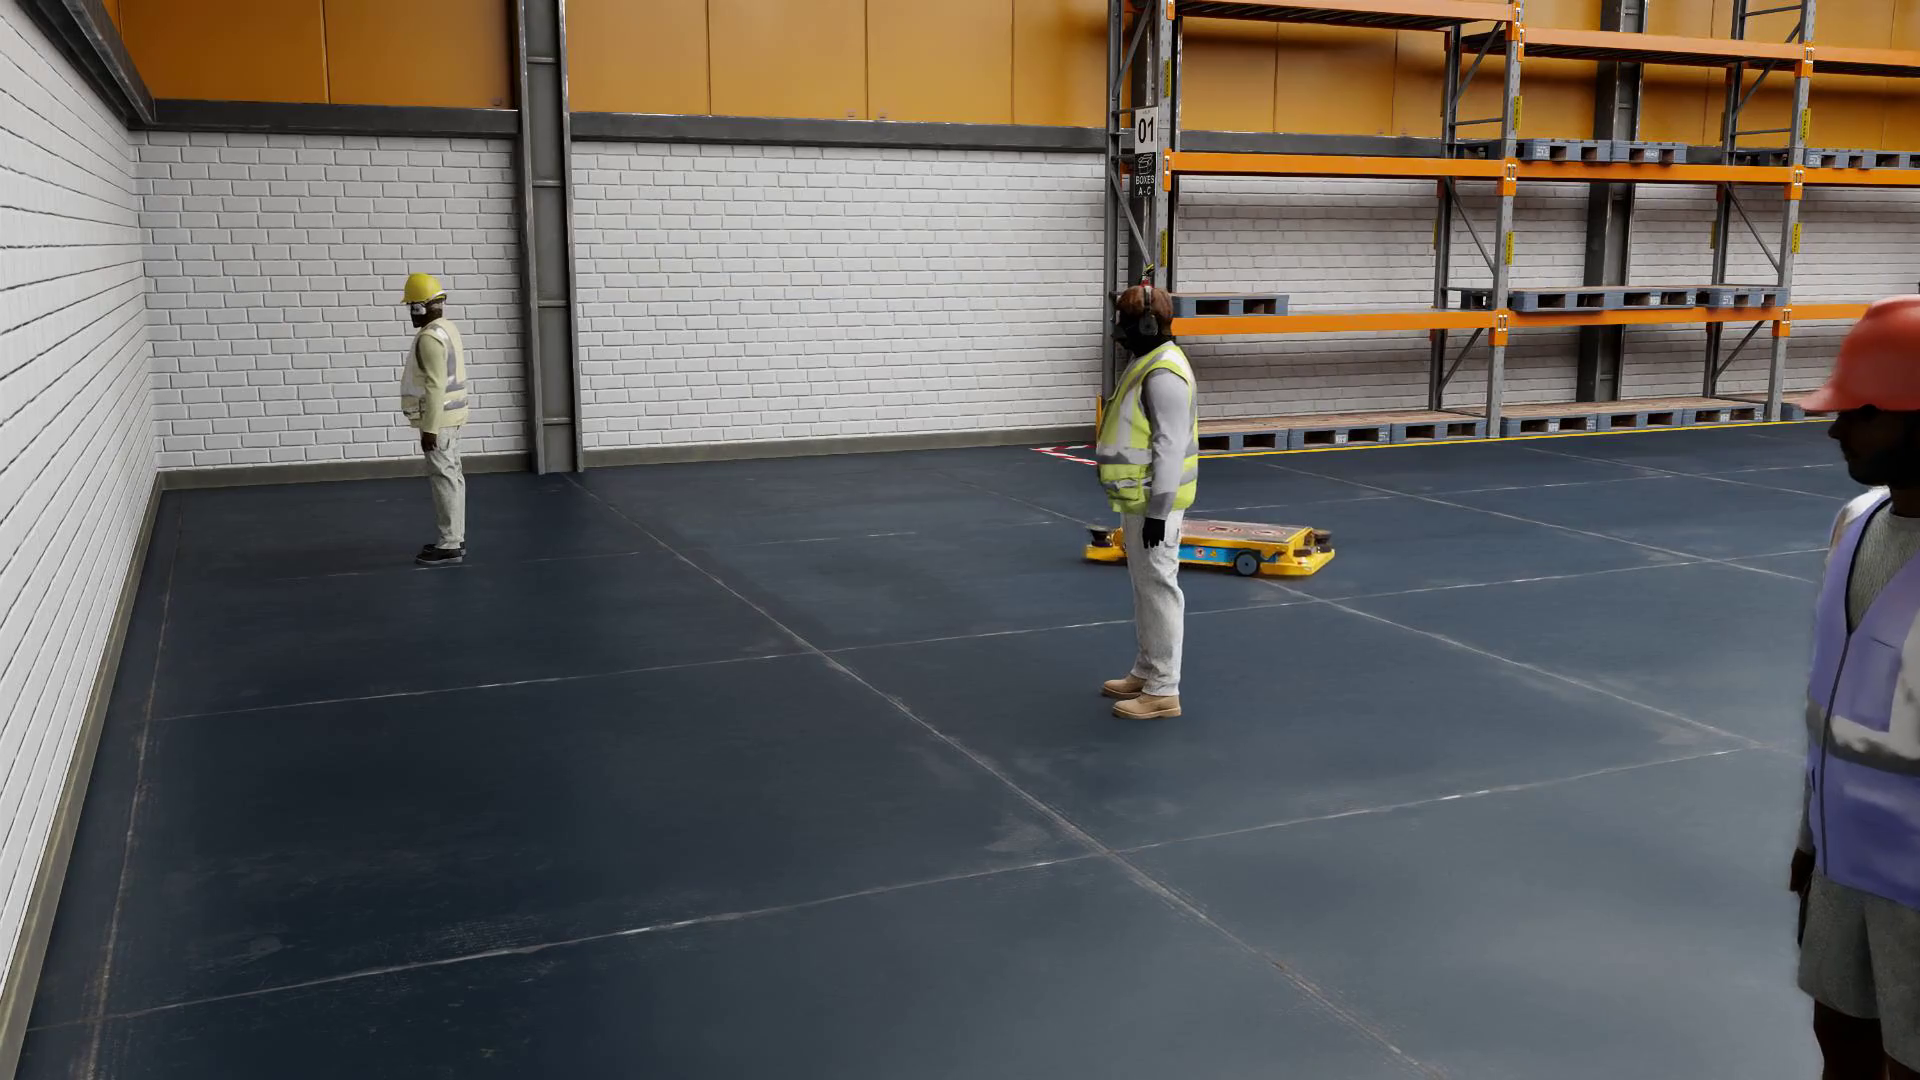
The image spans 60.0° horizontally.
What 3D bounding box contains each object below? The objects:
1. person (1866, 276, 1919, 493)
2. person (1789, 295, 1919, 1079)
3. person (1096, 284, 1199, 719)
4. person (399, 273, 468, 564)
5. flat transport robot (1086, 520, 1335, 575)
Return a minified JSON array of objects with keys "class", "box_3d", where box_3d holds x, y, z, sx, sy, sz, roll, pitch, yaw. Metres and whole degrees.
[{"class":"person","box_3d":[7.726,-1.253,13.228,0.979,1.842,0.598,-5,11,-26]},{"class":"person","box_3d":[1.610,0.551,2.887,0.376,1.934,0.547,-1,10,-3]},{"class":"person","box_3d":[0.794,-0.162,7.116,0.429,1.843,0.627,0,10,0]},{"class":"person","box_3d":[-3.316,-0.761,10.501,0.404,1.826,0.587,-1,10,-6]},{"class":"flat transport robot","box_3d":[1.575,0.023,10.461,1.431,0.197,0.652,5,11,24]}]
